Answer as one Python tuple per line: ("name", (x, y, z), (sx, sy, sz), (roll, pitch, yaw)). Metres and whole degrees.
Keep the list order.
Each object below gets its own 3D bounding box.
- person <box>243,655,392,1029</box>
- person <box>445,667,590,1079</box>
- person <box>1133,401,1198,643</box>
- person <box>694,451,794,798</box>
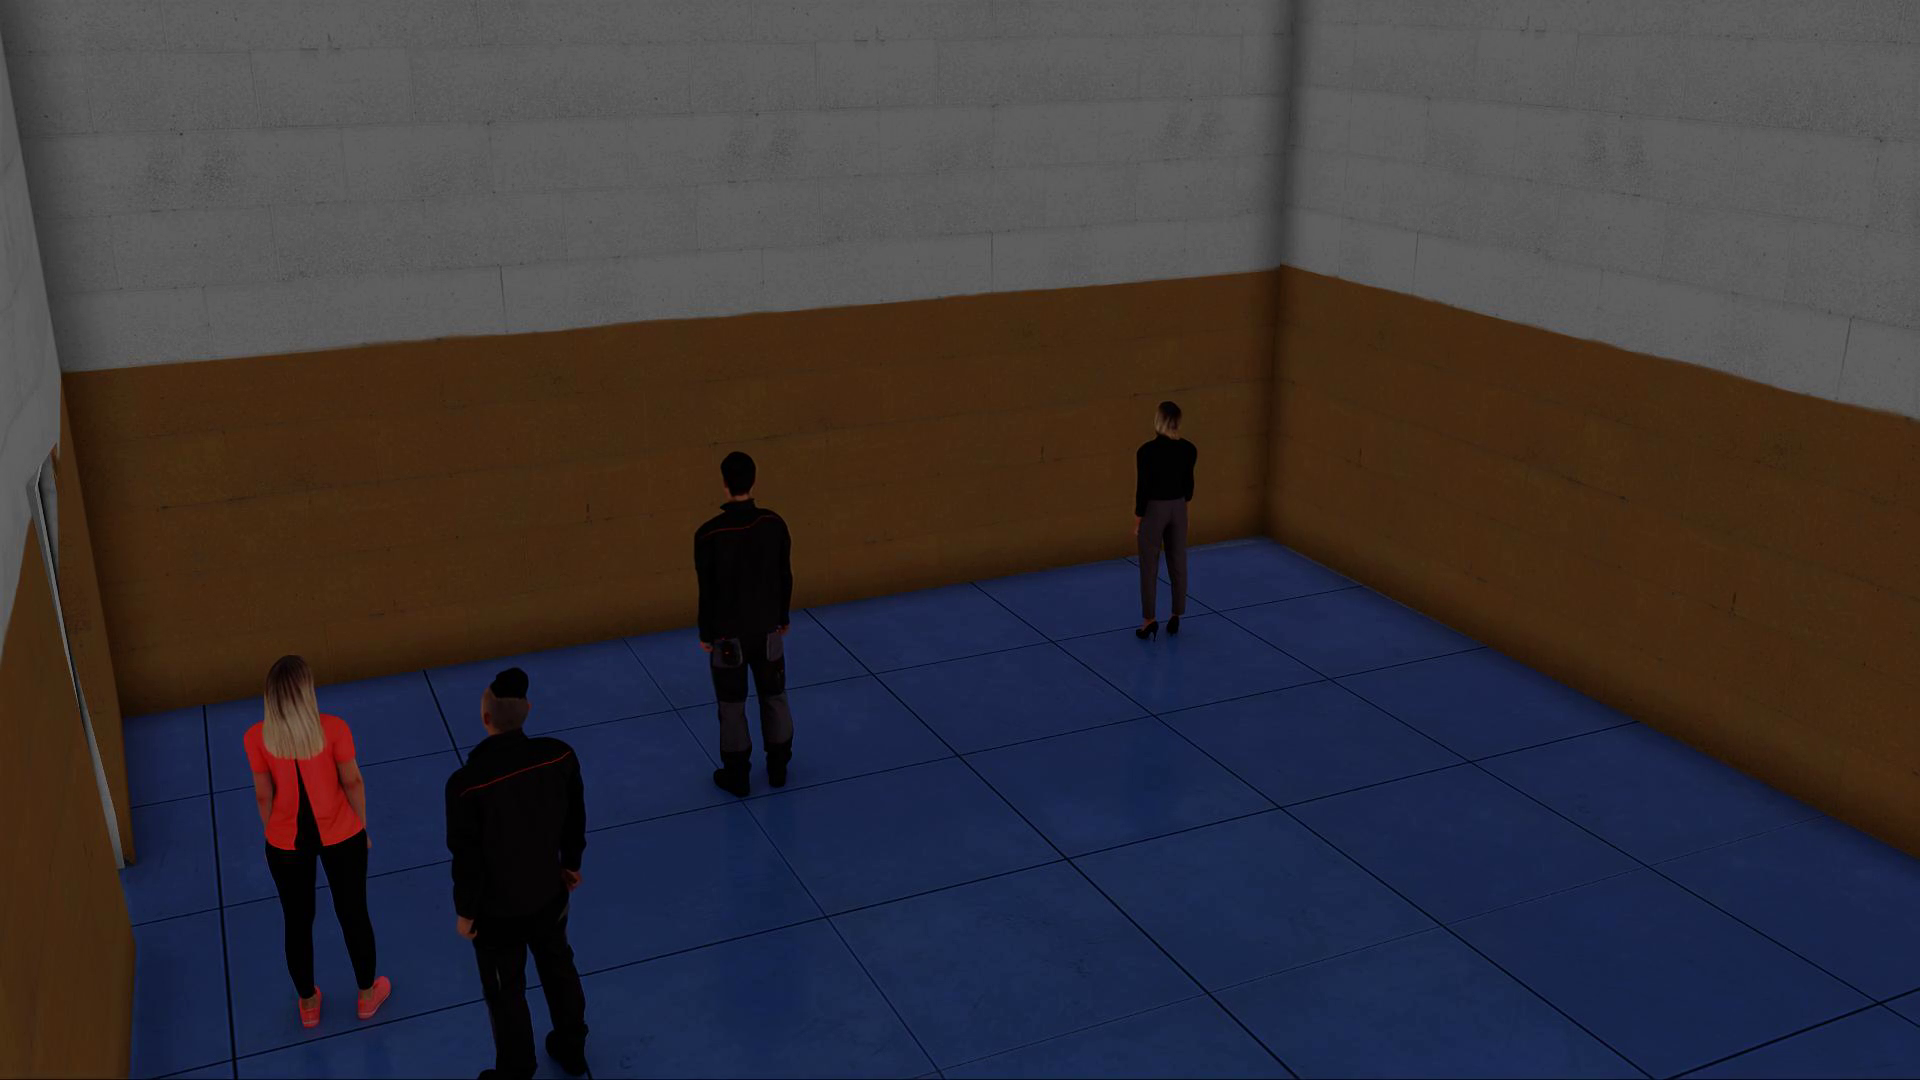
("person", (-2.746, 1.278, 7.079), (0.541, 1.694, 0.698), (-4, 19, -11))
("person", (-1.742, 1.351, 6.565), (0.914, 1.862, 0.732), (16, 24, 39))
("person", (1.382, -0.107, 11.282), (0.466, 1.633, 0.659), (-7, 20, -20))
("person", (-1.179, 0.455, 9.128), (0.531, 1.945, 0.768), (-10, 21, -27))
